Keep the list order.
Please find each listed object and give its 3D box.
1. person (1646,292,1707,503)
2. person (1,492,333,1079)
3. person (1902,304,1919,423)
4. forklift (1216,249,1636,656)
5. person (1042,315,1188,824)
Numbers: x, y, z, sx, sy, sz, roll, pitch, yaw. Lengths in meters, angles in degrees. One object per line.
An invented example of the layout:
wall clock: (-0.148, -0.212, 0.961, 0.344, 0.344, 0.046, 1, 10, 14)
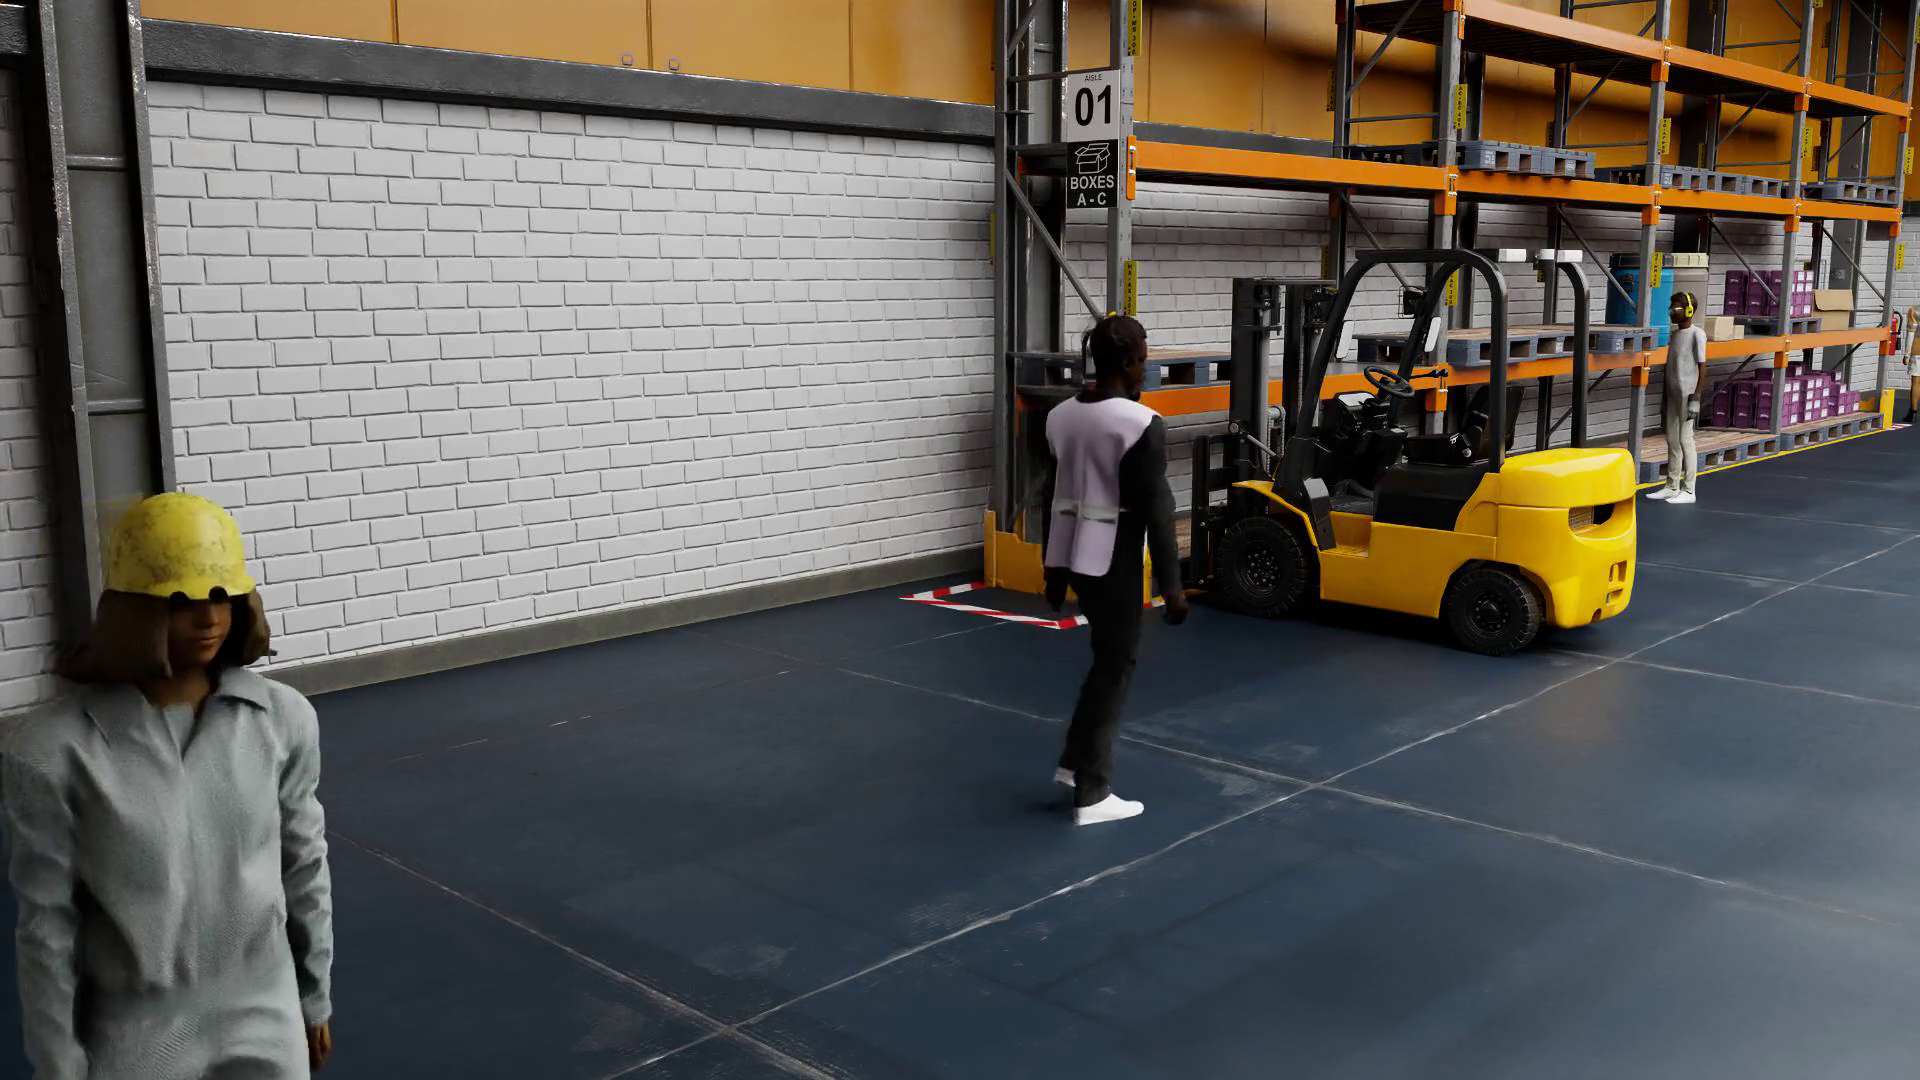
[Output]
person: (6.385, -1.256, 14.737, 0.310, 1.868, 0.533, -1, 9, -8)
person: (-1.278, 0.769, 2.727, 0.526, 1.729, 0.496, 9, 13, 44)
person: (13.007, -2.541, 22.409, 0.552, 1.935, 0.369, 2, 9, 12)
forklift: (2.710, -0.584, 9.626, 2.313, 2.155, 1.214, 9, 13, 43)
person: (0.565, 0.120, 6.227, 0.460, 1.902, 0.599, -5, 11, -29)
